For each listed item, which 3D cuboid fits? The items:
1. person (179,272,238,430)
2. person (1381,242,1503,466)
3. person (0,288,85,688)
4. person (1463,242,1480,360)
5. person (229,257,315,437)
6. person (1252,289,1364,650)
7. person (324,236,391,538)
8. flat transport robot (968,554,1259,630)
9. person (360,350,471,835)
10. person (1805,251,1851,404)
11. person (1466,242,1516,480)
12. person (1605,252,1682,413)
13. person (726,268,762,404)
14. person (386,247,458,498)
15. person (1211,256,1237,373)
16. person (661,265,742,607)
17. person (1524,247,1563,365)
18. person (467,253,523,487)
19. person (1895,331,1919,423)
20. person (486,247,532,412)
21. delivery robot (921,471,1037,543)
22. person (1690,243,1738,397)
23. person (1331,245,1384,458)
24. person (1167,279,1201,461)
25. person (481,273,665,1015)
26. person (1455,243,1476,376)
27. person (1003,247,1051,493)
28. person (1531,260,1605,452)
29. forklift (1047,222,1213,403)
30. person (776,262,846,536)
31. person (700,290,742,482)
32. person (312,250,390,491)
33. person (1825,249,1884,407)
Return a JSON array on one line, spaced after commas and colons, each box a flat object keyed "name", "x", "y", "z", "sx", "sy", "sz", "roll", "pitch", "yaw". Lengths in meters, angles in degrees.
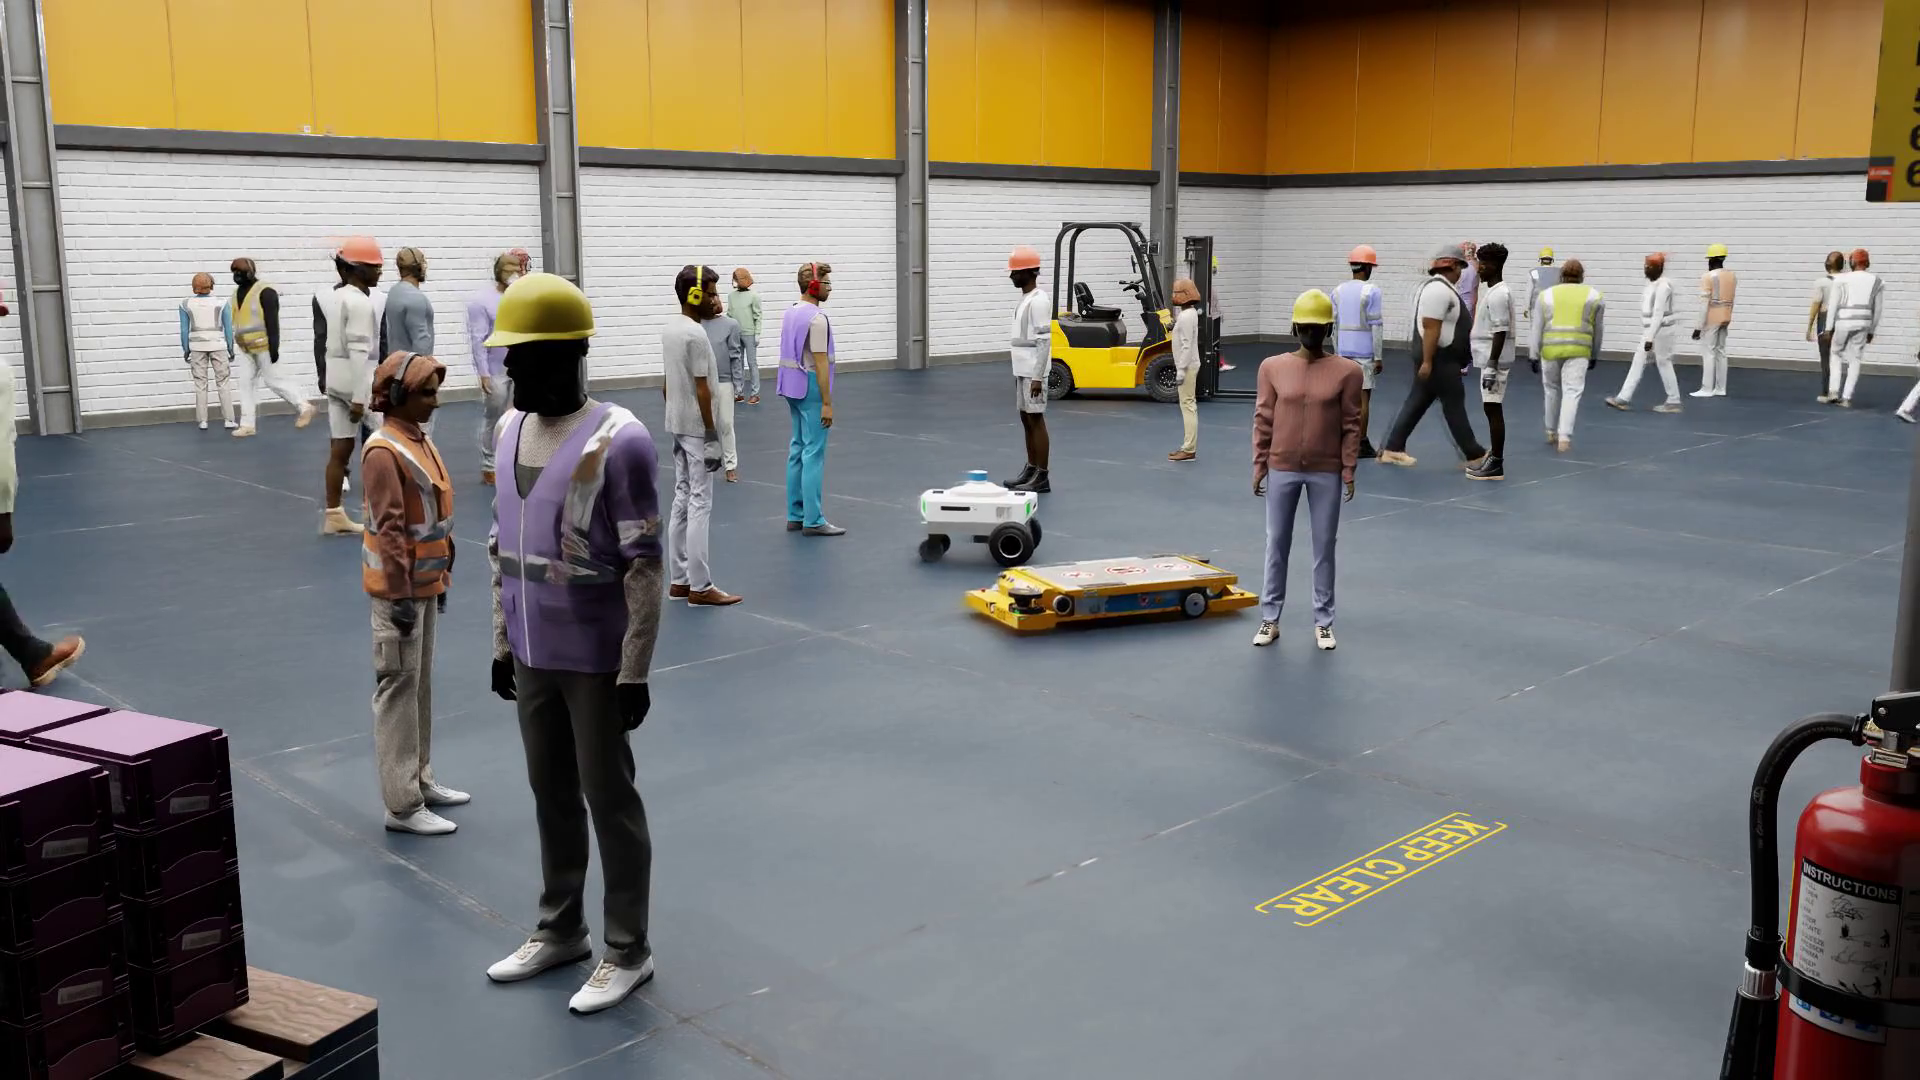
[{"name": "person", "x": -7.836, "y": -1.964, "z": 17.346, "sx": 0.513, "sy": 1.642, "sz": 0.313, "roll": -3, "pitch": 11, "yaw": -14}, {"name": "person", "x": 4.192, "y": -1.632, "z": 14.444, "sx": 1.031, "sy": 2.000, "sz": 0.709, "roll": 2, "pitch": 11, "yaw": 13}, {"name": "person", "x": -4.177, "y": -0.184, "z": 6.988, "sx": 0.633, "sy": 1.880, "sz": 1.161, "roll": 4, "pitch": 11, "yaw": 21}, {"name": "person", "x": 8.181, "y": -3.856, "z": 26.924, "sx": 0.409, "sy": 1.911, "sz": 0.651, "roll": 6, "pitch": 12, "yaw": 30}, {"name": "person", "x": -7.069, "y": -1.972, "z": 16.939, "sx": 0.635, "sy": 1.815, "sz": 0.792, "roll": 5, "pitch": 12, "yaw": 27}, {"name": "person", "x": 1.692, "y": -0.341, "z": 8.155, "sx": 0.524, "sy": 1.768, "sz": 0.311, "roll": 3, "pitch": 11, "yaw": 14}, {"name": "person", "x": -3.961, "y": -1.023, "z": 11.208, "sx": 0.837, "sy": 2.008, "sz": 0.621, "roll": -9, "pitch": 14, "yaw": -40}, {"name": "flat transport robot", "x": 0.824, "y": 0.263, "z": 8.937, "sx": 1.431, "sy": 0.197, "sz": 0.652, "roll": -4, "pitch": 11, "yaw": -22}, {"name": "person", "x": -1.877, "y": 0.175, "z": 5.687, "sx": 0.312, "sy": 1.639, "sz": 0.512, "roll": -1, "pitch": 10, "yaw": -5}, {"name": "person", "x": 10.523, "y": -2.570, "z": 20.138, "sx": 0.544, "sy": 1.825, "sz": 0.542, "roll": -1, "pitch": 10, "yaw": -7}, {"name": "person", "x": 4.416, "y": -1.478, "z": 13.811, "sx": 0.363, "sy": 1.962, "sz": 0.612, "roll": 4, "pitch": 11, "yaw": 19}, {"name": "person", "x": 7.844, "y": -2.350, "z": 18.941, "sx": 0.929, "sy": 1.823, "sz": 0.653, "roll": 0, "pitch": 10, "yaw": 2}, {"name": "person", "x": -2.610, "y": -2.456, "z": 20.047, "sx": 0.508, "sy": 1.632, "sz": 0.271, "roll": 6, "pitch": 12, "yaw": 31}, {"name": "person", "x": -4.183, "y": -1.266, "z": 12.800, "sx": 0.464, "sy": 1.938, "sz": 0.641, "roll": -7, "pitch": 12, "yaw": -33}, {"name": "person", "x": 3.680, "y": -3.345, "z": 24.655, "sx": 0.904, "sy": 1.719, "sz": 0.537, "roll": 5, "pitch": 11, "yaw": 25}, {"name": "person", "x": -1.446, "y": -0.568, "z": 9.126, "sx": 0.327, "sy": 1.865, "sz": 0.521, "roll": -7, "pitch": 12, "yaw": -32}, {"name": "person", "x": 9.134, "y": -3.655, "z": 26.040, "sx": 0.602, "sy": 1.830, "sz": 0.404, "roll": 1, "pitch": 10, "yaw": 5}, {"name": "person", "x": -3.564, "y": -1.315, "z": 13.168, "sx": 0.637, "sy": 1.887, "sz": 1.039, "roll": -7, "pitch": 13, "yaw": -35}, {"name": "person", "x": 10.504, "y": -2.054, "z": 17.918, "sx": 0.782, "sy": 1.604, "sz": 0.521, "roll": 1, "pitch": 10, "yaw": 5}, {"name": "person", "x": -4.109, "y": -1.783, "z": 15.635, "sx": 0.655, "sy": 1.906, "sz": 0.407, "roll": -2, "pitch": 11, "yaw": -11}, {"name": "delivery robot", "x": 0.117, "y": -0.190, "z": 10.378, "sx": 0.707, "sy": 0.478, "sz": 0.477, "roll": 2, "pitch": 11, "yaw": 9}, {"name": "person", "x": 9.437, "y": -2.745, "z": 20.838, "sx": 0.604, "sy": 1.925, "sz": 0.388, "roll": -6, "pitch": 12, "yaw": -29}, {"name": "person", "x": 3.635, "y": -1.714, "z": 15.175, "sx": 0.358, "sy": 1.937, "sz": 0.544, "roll": -8, "pitch": 13, "yaw": -38}, {"name": "person", "x": 2.019, "y": -1.526, "z": 14.971, "sx": 0.280, "sy": 1.634, "sz": 0.498, "roll": 2, "pitch": 11, "yaw": 13}, {"name": "person", "x": -1.035, "y": 0.273, "z": 4.366, "sx": 0.594, "sy": 1.925, "sz": 0.369, "roll": 8, "pitch": 13, "yaw": 36}, {"name": "person", "x": 7.101, "y": -3.289, "z": 23.846, "sx": 0.652, "sy": 1.906, "sz": 0.402, "roll": -10, "pitch": 14, "yaw": -43}, {"name": "person", "x": 0.525, "y": -1.329, "z": 13.084, "sx": 0.371, "sy": 1.930, "sz": 0.552, "roll": -2, "pitch": 11, "yaw": -13}, {"name": "person", "x": 5.776, "y": -1.762, "z": 15.847, "sx": 0.626, "sy": 1.783, "sz": 0.985, "roll": 5, "pitch": 11, "yaw": 23}, {"name": "forklift", "x": 1.935, "y": -2.847, "z": 20.651, "sx": 2.313, "sy": 2.155, "sz": 1.214, "roll": 2, "pitch": 11, "yaw": 13}, {"name": "person", "x": -1.031, "y": -0.948, "z": 11.243, "sx": 0.373, "sy": 1.843, "sz": 0.572, "roll": -6, "pitch": 12, "yaw": -28}, {"name": "person", "x": -2.041, "y": -1.278, "z": 13.652, "sx": 0.503, "sy": 1.626, "sz": 0.282, "roll": -1, "pitch": 10, "yaw": -3}, {"name": "person", "x": -4.838, "y": -1.355, "z": 13.269, "sx": 0.596, "sy": 1.917, "sz": 0.374, "roll": -8, "pitch": 13, "yaw": -37}, {"name": "person", "x": 10.577, "y": -2.501, "z": 19.719, "sx": 0.605, "sy": 1.840, "sz": 0.533, "roll": 2, "pitch": 11, "yaw": 13}]
